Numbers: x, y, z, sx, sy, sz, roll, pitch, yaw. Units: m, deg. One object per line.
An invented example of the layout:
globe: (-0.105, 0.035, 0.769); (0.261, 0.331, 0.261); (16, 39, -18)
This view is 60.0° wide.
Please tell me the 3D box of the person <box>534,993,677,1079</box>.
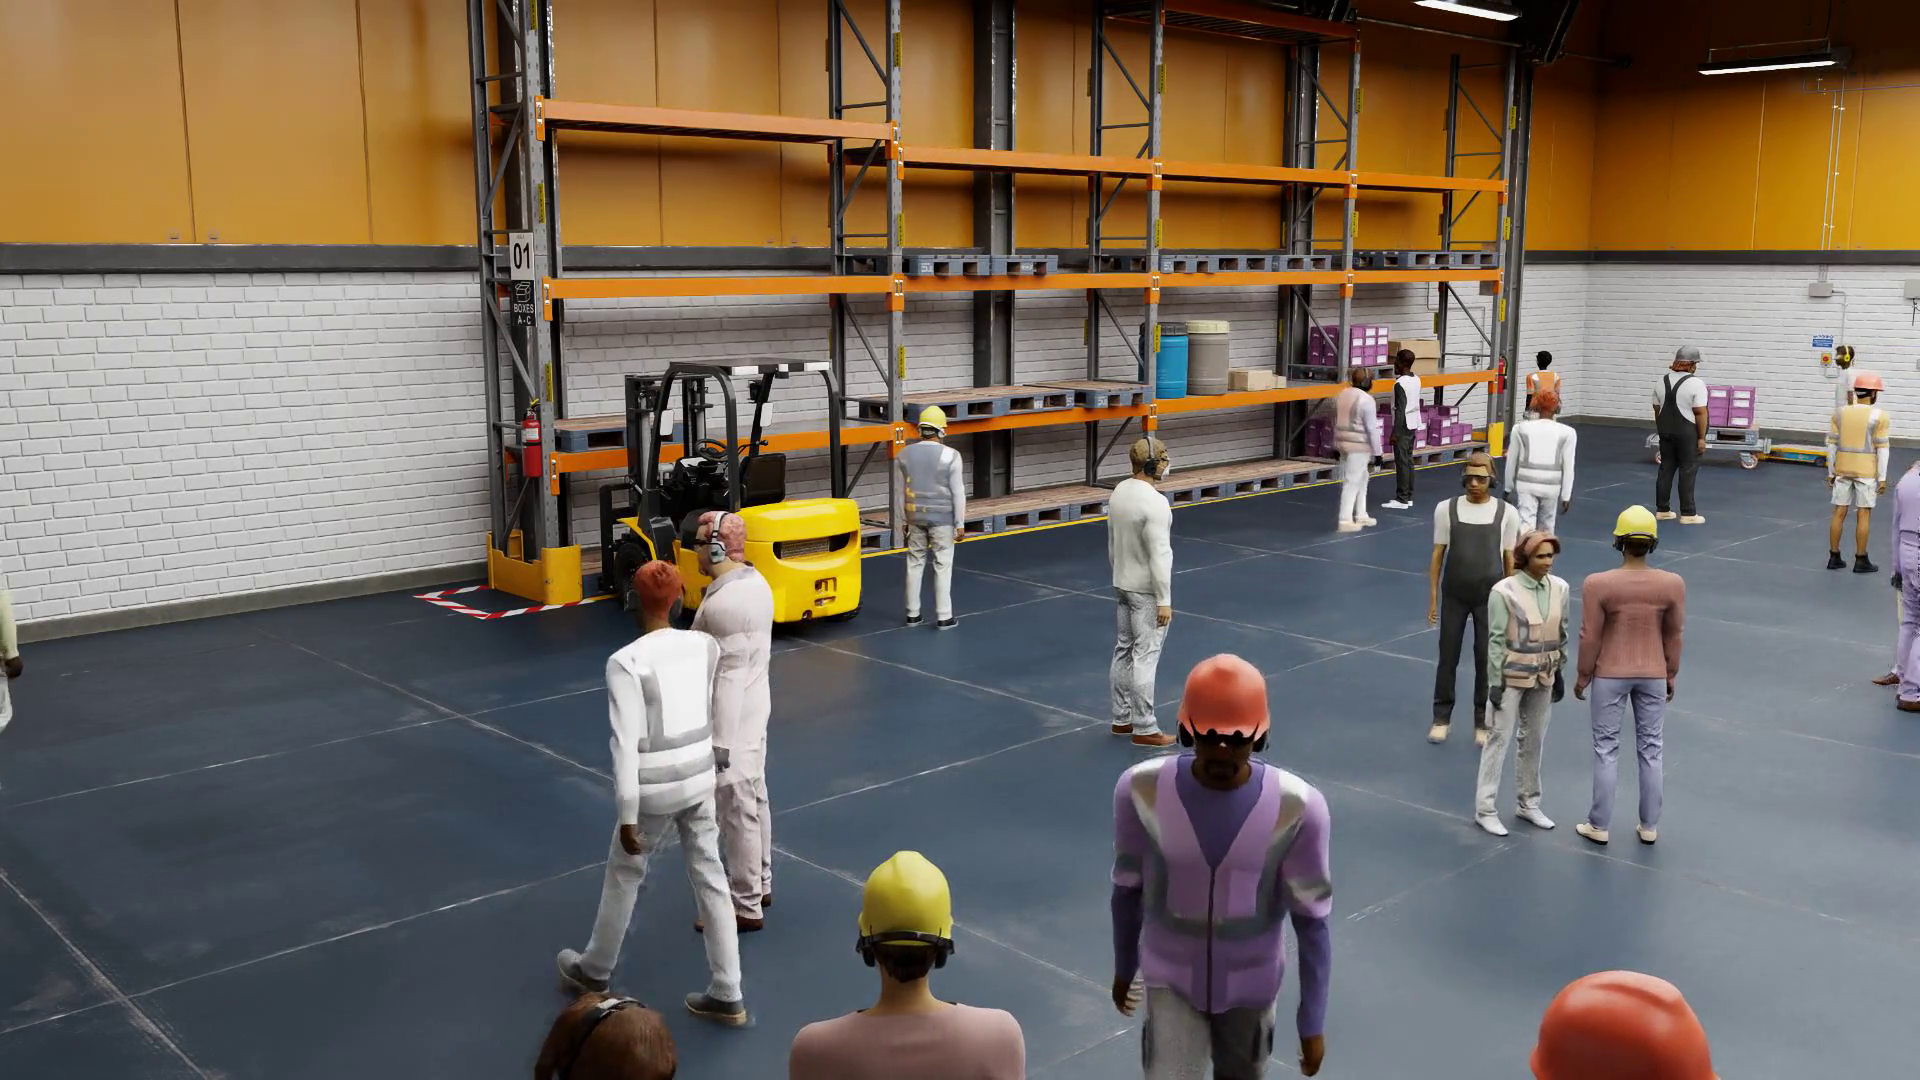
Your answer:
person: (-0.762, 1.635, 3.049); (0.730, 1.799, 0.759); (-6, 11, -30)

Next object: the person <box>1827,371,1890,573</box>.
person: (8.658, -0.655, 16.024); (0.376, 1.933, 0.551); (-7, 12, -36)

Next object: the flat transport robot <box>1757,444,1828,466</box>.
flat transport robot: (12.469, -1.247, 24.356); (0.652, 0.197, 1.431); (-6, 12, -33)

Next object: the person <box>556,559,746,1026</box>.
person: (-1.232, 0.990, 6.667); (0.951, 1.836, 0.588); (8, 12, 39)

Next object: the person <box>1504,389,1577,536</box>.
person: (5.269, -0.451, 15.139); (0.592, 1.842, 0.979); (3, 10, 18)

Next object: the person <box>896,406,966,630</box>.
person: (-0.220, -0.179, 13.566); (0.590, 1.823, 0.403); (4, 11, 24)

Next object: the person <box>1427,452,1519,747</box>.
person: (3.168, 0.365, 10.311); (0.515, 1.843, 0.327); (3, 10, 19)

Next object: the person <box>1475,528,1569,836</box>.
person: (2.965, 0.743, 8.740); (0.513, 1.631, 0.321); (-4, 10, -21)

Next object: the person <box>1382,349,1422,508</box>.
person: (5.358, -1.339, 20.070); (0.392, 1.922, 0.592); (6, 11, 31)

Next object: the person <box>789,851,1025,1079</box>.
person: (-0.113, 1.543, 3.650); (0.524, 1.769, 0.314); (-2, 10, -10)

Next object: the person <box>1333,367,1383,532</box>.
person: (4.478, -0.998, 18.358); (0.713, 1.819, 0.662); (-3, 10, -18)

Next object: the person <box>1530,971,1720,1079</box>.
person: (1.021, 1.617, 2.711); (0.356, 1.937, 0.552); (5, 11, 27)

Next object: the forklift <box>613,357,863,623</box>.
forklift: (-1.847, -0.414, 13.852); (1.214, 2.155, 2.313); (-9, 13, -42)

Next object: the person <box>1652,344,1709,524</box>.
person: (8.272, -1.215, 18.991); (0.538, 2.000, 0.684); (-5, 11, -26)

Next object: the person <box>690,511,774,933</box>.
person: (-1.051, 0.813, 7.511); (0.403, 1.906, 0.652); (1, 10, 4)

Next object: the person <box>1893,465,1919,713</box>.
person: (6.503, 0.207, 11.156); (0.519, 1.904, 0.707); (0, 10, -2)

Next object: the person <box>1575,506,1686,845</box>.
person: (3.438, 0.702, 8.573); (0.522, 1.769, 0.312); (1, 10, 3)

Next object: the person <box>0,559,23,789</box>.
person: (-5.462, 0.598, 9.042); (0.608, 1.812, 0.635); (1, 10, 3)

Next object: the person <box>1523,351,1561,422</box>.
person: (8.266, -1.840, 23.654); (0.532, 1.697, 0.319); (-2, 10, -11)

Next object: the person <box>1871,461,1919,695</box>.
person: (6.622, 0.263, 11.529); (0.284, 1.634, 0.498); (1, 10, 3)

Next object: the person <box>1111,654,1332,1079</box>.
person: (0.738, 1.253, 4.770); (0.630, 1.965, 1.101); (2, 10, 11)

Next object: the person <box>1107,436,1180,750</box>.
person: (1.133, 0.322, 10.292); (0.358, 1.938, 0.636); (-4, 10, -21)

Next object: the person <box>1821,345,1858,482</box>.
person: (11.776, -1.680, 22.264); (0.389, 1.852, 0.548); (3, 10, 17)
